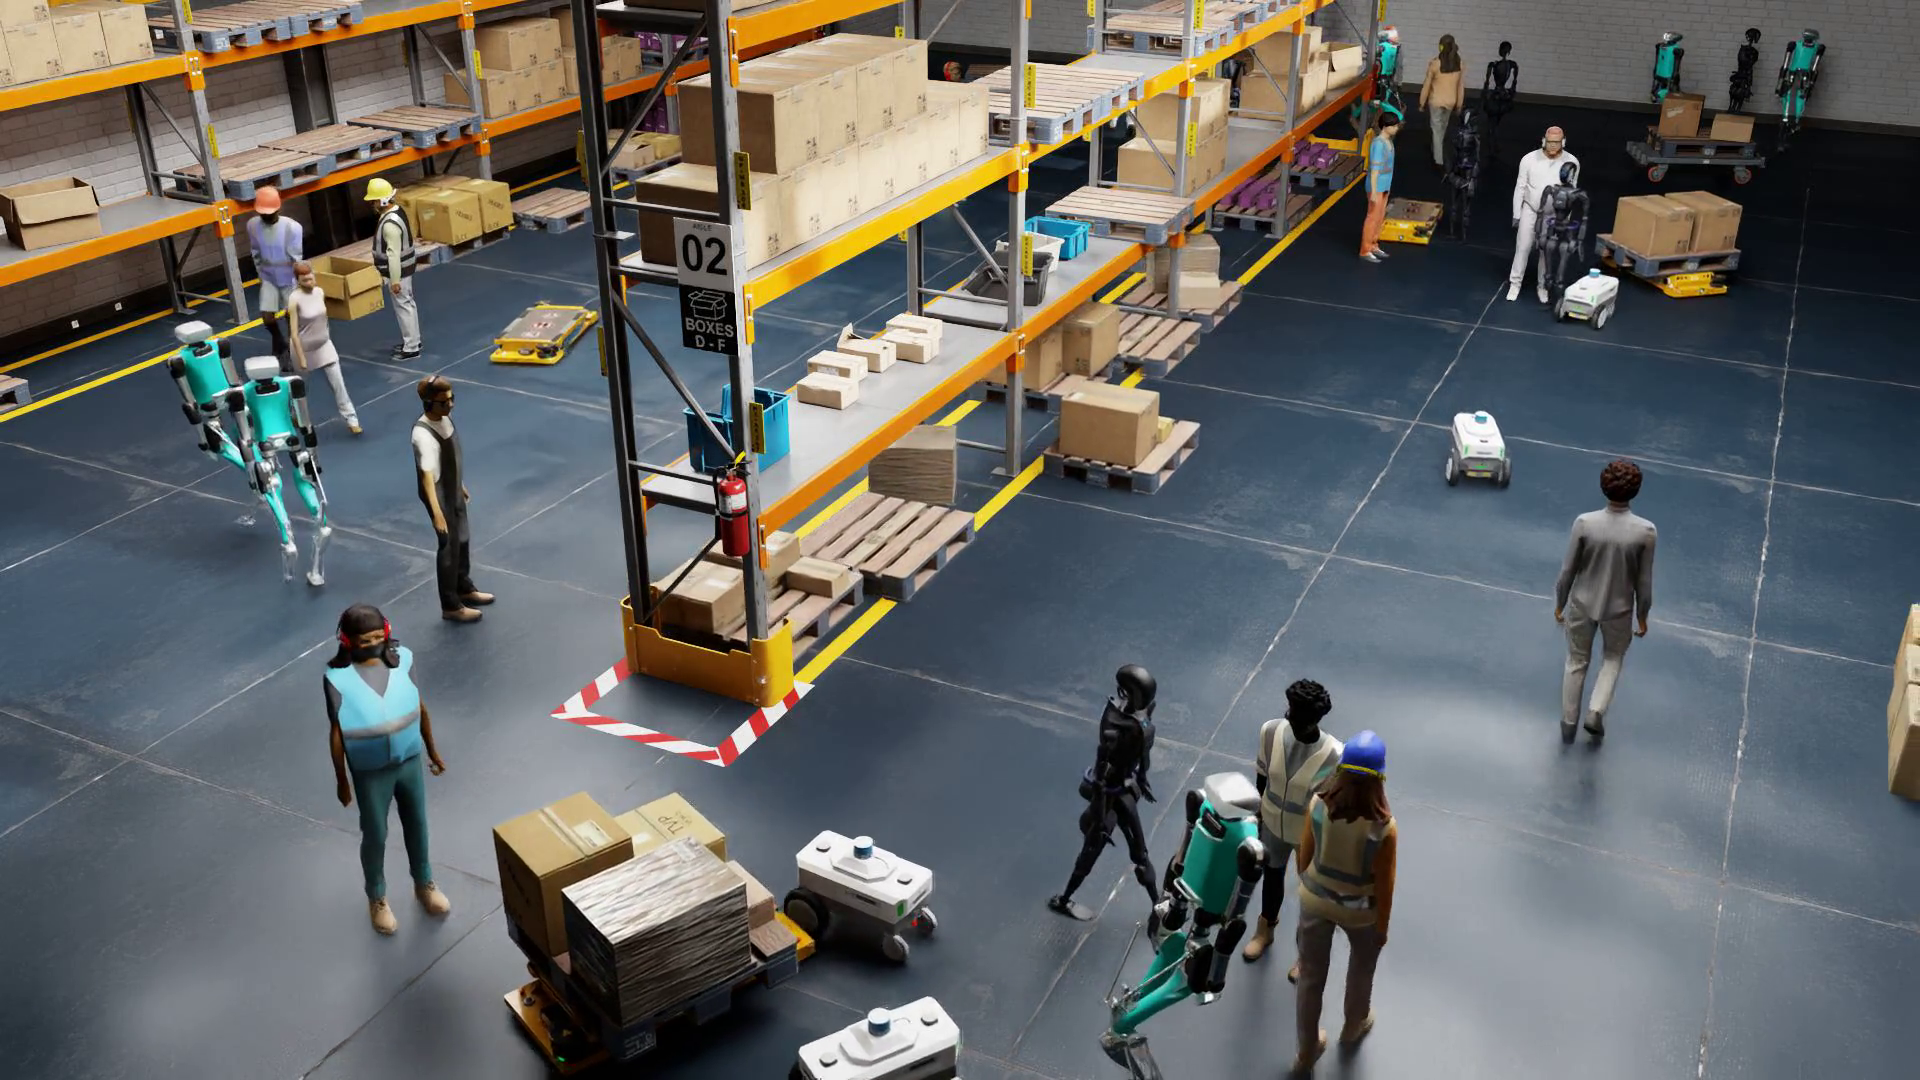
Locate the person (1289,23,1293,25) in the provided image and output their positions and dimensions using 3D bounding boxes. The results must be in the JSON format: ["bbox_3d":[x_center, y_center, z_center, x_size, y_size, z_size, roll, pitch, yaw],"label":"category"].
[{"bbox_3d":[5.587,-8.412,27.936,0.530,1.897,0.579,2,26,4],"label":"person"}]

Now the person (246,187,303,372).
[{"bbox_3d":[-6.525,-2.492,15.984,0.586,1.890,0.603,-1,26,-2],"label":"person"}]

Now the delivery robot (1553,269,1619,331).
[{"bbox_3d":[6.674,-2.559,17.642,0.499,0.610,0.788,21,33,36],"label":"delivery robot"}]

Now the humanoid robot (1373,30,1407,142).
[{"bbox_3d":[6.299,-6.415,24.213,0.716,1.899,0.549,13,29,24],"label":"humanoid robot"}]

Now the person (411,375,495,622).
[{"bbox_3d":[-3.574,-0.286,11.597,0.361,1.834,0.515,1,26,3],"label":"person"}]

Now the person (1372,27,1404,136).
[{"bbox_3d":[6.413,-6.834,24.967,0.631,1.696,0.820,-11,29,-22],"label":"person"}]

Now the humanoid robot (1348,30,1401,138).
[{"bbox_3d":[6.020,-6.587,24.432,0.547,1.795,0.664,-23,35,-39],"label":"humanoid robot"}]

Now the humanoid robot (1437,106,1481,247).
[{"bbox_3d":[6.056,-4.387,20.037,0.315,1.657,0.599,-9,28,-18],"label":"humanoid robot"}]

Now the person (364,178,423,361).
[{"bbox_3d":[-5.573,-2.671,16.431,0.403,1.821,0.595,-5,27,-11],"label":"person"}]

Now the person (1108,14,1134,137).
[{"bbox_3d":[2.471,-7.080,25.366,0.499,1.800,0.900,-2,26,-5],"label":"person"}]

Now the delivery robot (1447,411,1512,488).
[{"bbox_3d":[4.369,-0.776,14.040,0.499,0.609,0.805,4,27,7],"label":"delivery robot"}]

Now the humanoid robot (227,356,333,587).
[{"bbox_3d":[-4.808,-0.402,11.961,0.532,1.789,0.830,-17,31,-30],"label":"humanoid robot"}]

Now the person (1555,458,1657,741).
[{"bbox_3d":[3.927,0.390,10.168,0.571,1.884,0.461,11,28,21],"label":"person"}]

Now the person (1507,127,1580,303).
[{"bbox_3d":[6.318,-3.524,18.053,0.640,1.908,0.411,6,27,11],"label":"person"}]

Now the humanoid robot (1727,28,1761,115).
[{"bbox_3d":[11.732,-6.829,24.971,0.315,1.655,0.599,4,27,8],"label":"humanoid robot"}]

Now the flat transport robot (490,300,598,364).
[{"bbox_3d":[-4.262,-2.134,17.089,0.659,0.231,1.431,3,26,6],"label":"flat transport robot"}]

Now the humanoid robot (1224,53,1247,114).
[{"bbox_3d":[3.962,-6.451,24.262,0.602,1.624,0.776,20,32,34],"label":"humanoid robot"}]

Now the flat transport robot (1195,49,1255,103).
[{"bbox_3d":[4.491,-7.137,27.195,1.431,0.231,0.659,21,33,36],"label":"flat transport robot"}]

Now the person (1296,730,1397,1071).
[{"bbox_3d":[1.812,1.646,7.769,0.481,1.746,0.666,14,29,25],"label":"person"}]

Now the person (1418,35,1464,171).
[{"bbox_3d":[6.807,-6.240,23.639,0.579,1.821,0.981,-3,27,-7],"label":"person"}]

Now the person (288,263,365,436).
[{"bbox_3d":[-5.680,-1.682,14.646,0.893,1.601,0.480,17,31,30],"label":"person"}]

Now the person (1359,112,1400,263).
[{"bbox_3d":[4.909,-4.115,19.415,0.342,1.759,0.498,14,30,27],"label":"person"}]

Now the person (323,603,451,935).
[{"bbox_3d":[-2.983,1.160,8.636,0.547,1.863,0.396,-22,34,-37],"label":"person"}]

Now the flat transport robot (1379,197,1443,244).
[{"bbox_3d":[5.650,-4.012,20.881,0.659,0.231,1.431,10,28,19],"label":"flat transport robot"}]

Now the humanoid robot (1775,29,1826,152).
[{"bbox_3d":[12.266,-6.503,24.294,0.583,1.790,0.885,4,27,8],"label":"humanoid robot"}]

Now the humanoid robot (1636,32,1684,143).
[{"bbox_3d":[10.451,-6.549,24.369,1.033,1.735,0.543,-7,27,-14],"label":"humanoid robot"}]

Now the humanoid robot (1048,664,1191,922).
[{"bbox_3d":[0.835,1.329,8.545,0.757,1.622,0.608,16,30,29],"label":"humanoid robot"}]

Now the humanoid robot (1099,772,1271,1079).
[{"bbox_3d":[0.882,1.886,7.368,0.837,1.803,0.544,-11,29,-22],"label":"humanoid robot"}]

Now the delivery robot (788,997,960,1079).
[{"bbox_3d":[-0.393,2.420,7.589,0.790,0.614,0.499,-14,30,-27],"label":"delivery robot"}]

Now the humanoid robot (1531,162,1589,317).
[{"bbox_3d":[6.395,-3.208,17.675,0.597,1.641,0.400,20,33,35],"label":"humanoid robot"}]

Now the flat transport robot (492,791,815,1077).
[{"bbox_3d":[-1.506,2.158,8.419,1.431,0.231,0.659,-20,32,-34],"label":"flat transport robot"}]

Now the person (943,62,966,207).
[{"bbox_3d":[-0.138,-5.307,21.720,0.391,1.846,0.564,9,28,18],"label":"person"}]

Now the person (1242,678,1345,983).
[{"bbox_3d":[1.677,1.427,8.289,0.532,1.693,0.320,22,34,37],"label":"person"}]

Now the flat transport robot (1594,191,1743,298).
[{"bbox_3d":[8.036,-3.084,19.007,0.659,0.231,1.431,-6,27,-12],"label":"flat transport robot"}]

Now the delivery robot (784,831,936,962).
[{"bbox_3d":[-0.518,1.823,8.763,0.765,0.585,0.499,15,30,28],"label":"delivery robot"}]

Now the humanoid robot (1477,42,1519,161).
[{"bbox_3d":[7.753,-6.348,24.026,0.612,1.644,0.475,-9,28,-17],"label":"humanoid robot"}]

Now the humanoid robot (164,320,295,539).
[{"bbox_3d":[-5.437,-0.765,12.737,1.003,1.771,0.561,14,29,25],"label":"humanoid robot"}]
